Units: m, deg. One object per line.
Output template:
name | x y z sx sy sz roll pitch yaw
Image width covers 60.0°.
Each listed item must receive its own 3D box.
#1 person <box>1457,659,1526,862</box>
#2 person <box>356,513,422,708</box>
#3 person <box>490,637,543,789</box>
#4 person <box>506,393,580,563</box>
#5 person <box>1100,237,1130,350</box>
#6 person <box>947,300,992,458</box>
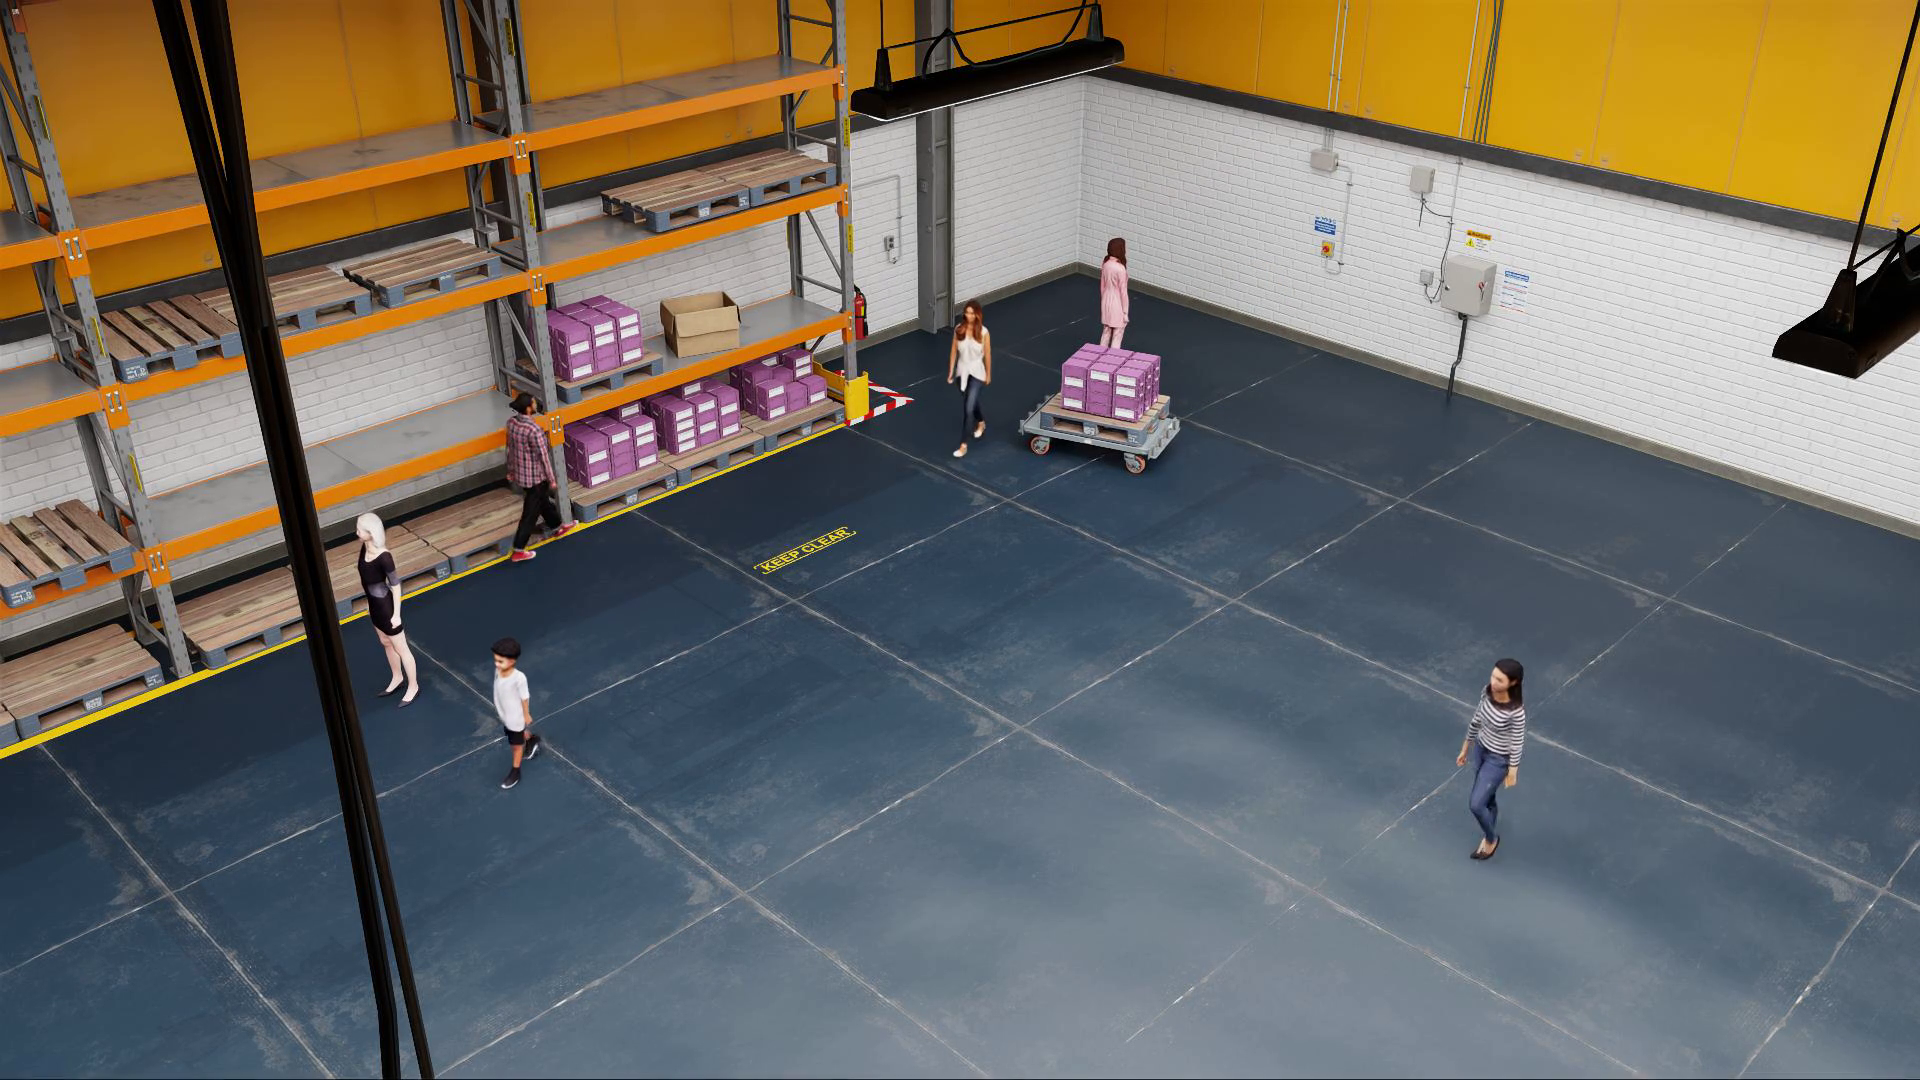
person | 3.997 1.624 12.260 0.746 1.778 0.701 -9 30 -16
person | -4.879 0.579 14.122 0.602 1.829 0.520 22 36 35
person | -3.562 1.329 13.357 0.621 1.246 0.840 15 32 26
person | -4.272 -0.590 16.381 0.743 1.719 1.158 23 36 36
person | 1.881 -2.834 20.408 0.572 1.803 0.652 -18 34 -30
person | 0.153 -1.867 18.696 0.830 1.744 1.176 12 31 22
